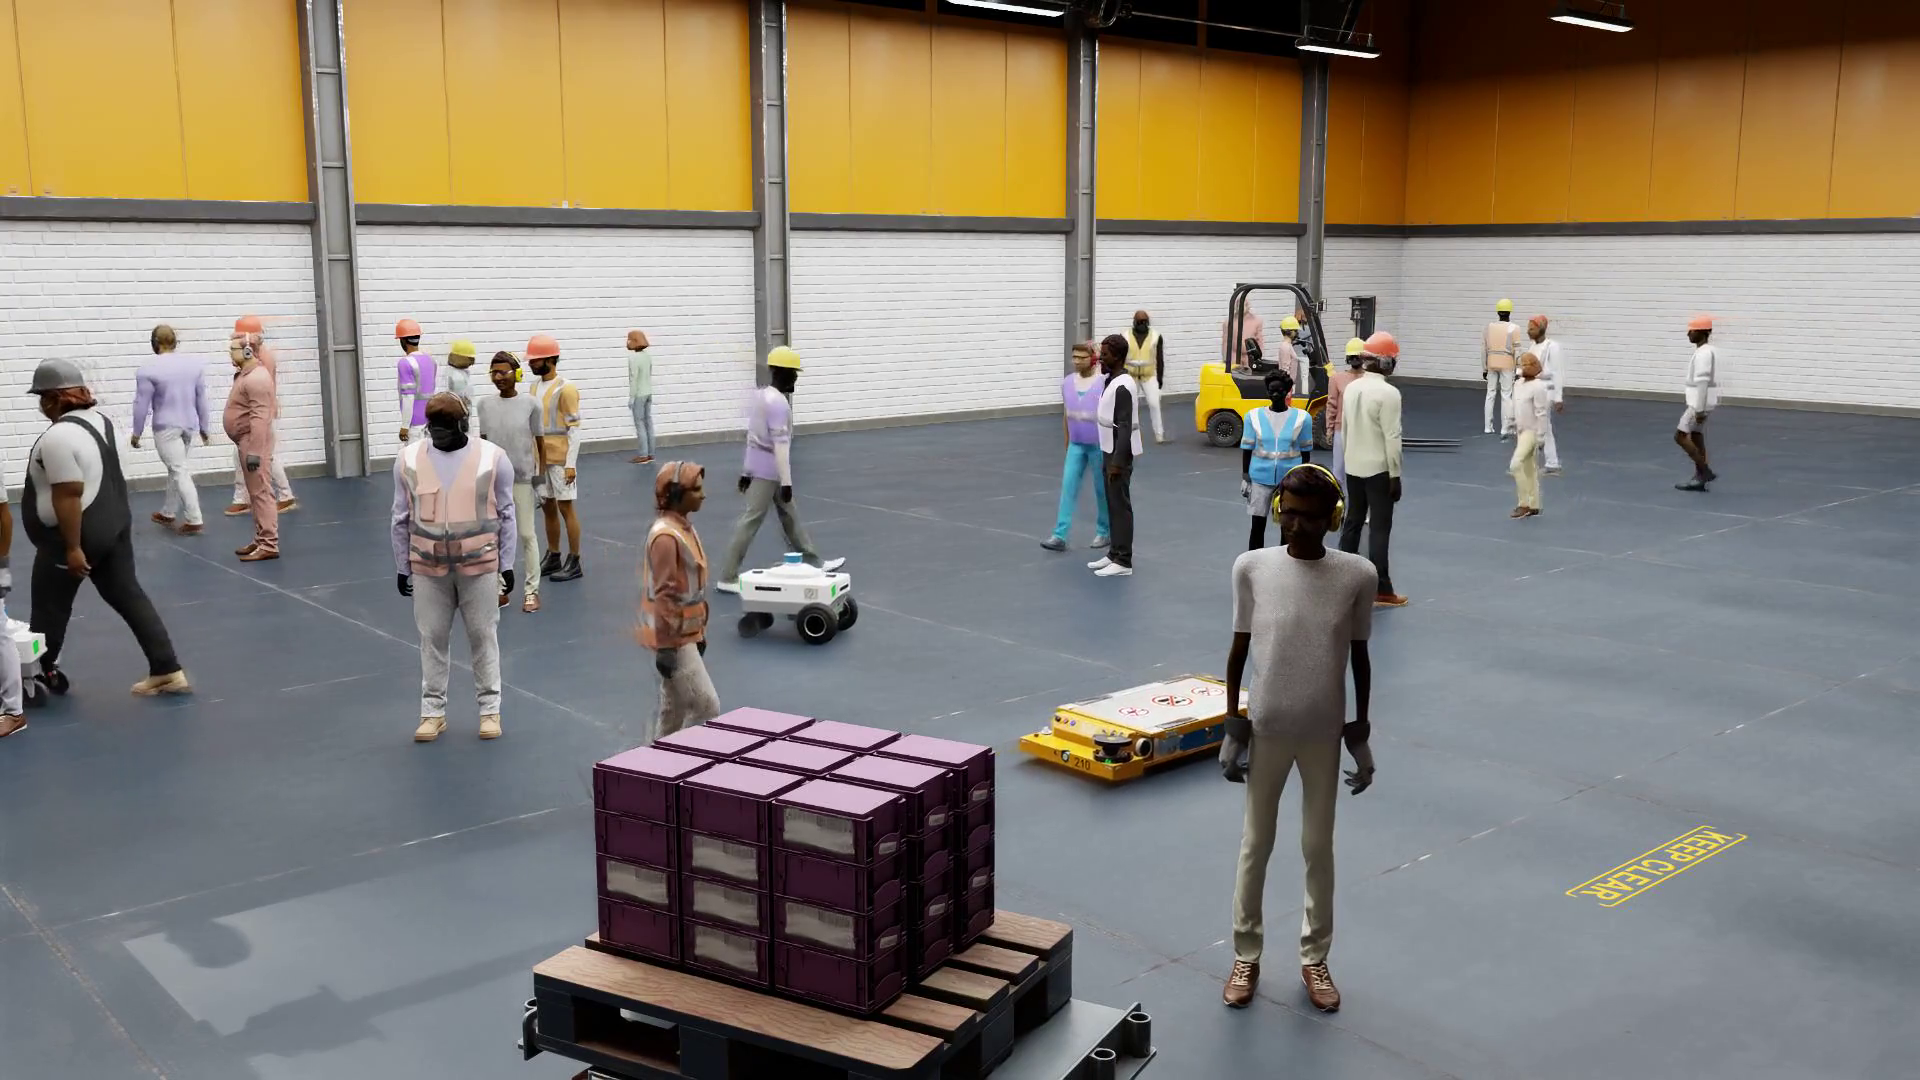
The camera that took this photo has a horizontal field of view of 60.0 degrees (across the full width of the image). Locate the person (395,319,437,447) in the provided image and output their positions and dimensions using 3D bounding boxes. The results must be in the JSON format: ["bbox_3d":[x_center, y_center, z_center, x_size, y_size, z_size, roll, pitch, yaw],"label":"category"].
[{"bbox_3d":[-5.259,-1.162,16.054,0.370,1.933,0.550,2,10,12],"label":"person"}]

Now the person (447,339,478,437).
[{"bbox_3d":[-5.070,-1.163,16.734,0.591,1.709,0.505,-2,10,-11],"label":"person"}]

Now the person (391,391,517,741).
[{"bbox_3d":[-2.644,0.140,8.707,0.633,1.839,0.429,-1,10,-7],"label":"person"}]

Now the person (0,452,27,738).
[{"bbox_3d":[-5.188,0.120,8.732,0.519,1.874,0.331,5,11,25],"label":"person"}]

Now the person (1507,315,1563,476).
[{"bbox_3d":[6.561,-1.634,19.039,0.834,1.849,0.615,-1,10,-9],"label":"person"}]

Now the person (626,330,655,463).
[{"bbox_3d":[-3.920,-1.754,20.396,0.271,1.631,0.506,3,10,17],"label":"person"}]

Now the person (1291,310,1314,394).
[{"bbox_3d":[5.710,-3.057,28.031,0.501,1.631,0.287,3,10,18],"label":"person"}]

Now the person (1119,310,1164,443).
[{"bbox_3d":[2.424,-2.205,22.528,0.651,1.820,0.440,1,10,8],"label":"person"}]

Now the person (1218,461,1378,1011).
[{"bbox_3d":[1.134,0.664,5.596,0.518,1.857,0.327,1,10,8],"label":"person"}]

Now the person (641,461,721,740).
[{"bbox_3d":[-1.240,0.455,7.488,0.425,1.624,0.546,0,10,-1],"label":"person"}]

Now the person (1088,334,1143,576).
[{"bbox_3d":[1.250,-0.674,13.248,0.392,1.917,0.592,-1,10,-4],"label":"person"}]

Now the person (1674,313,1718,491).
[{"bbox_3d":[7.921,-1.470,17.895,0.403,1.918,0.560,5,11,29],"label":"person"}]

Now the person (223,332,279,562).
[{"bbox_3d":[-5.927,-0.782,13.905,0.410,1.912,0.643,-5,11,-27],"label":"person"}]

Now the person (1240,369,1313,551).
[{"bbox_3d":[2.376,-0.441,12.524,0.540,1.695,0.317,2,10,12],"label":"person"}]

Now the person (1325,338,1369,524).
[{"bbox_3d":[3.731,-1.028,15.765,0.533,1.768,0.311,2,10,13],"label":"person"}]

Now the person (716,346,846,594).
[{"bbox_3d":[-1.389,-0.533,12.630,1.082,1.849,0.623,-3,10,-18],"label":"person"}]

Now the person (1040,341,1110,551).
[{"bbox_3d":[1.051,-0.789,14.229,0.599,1.801,0.901,7,12,36],"label":"person"}]

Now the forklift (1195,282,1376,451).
[{"bbox_3d":[4.328,-2.346,22.227,2.313,2.155,1.214,3,10,16],"label":"forklift"}]

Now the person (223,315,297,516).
[{"bbox_3d":[-6.865,-1.212,16.265,0.638,1.962,0.673,7,12,36],"label":"person"}]

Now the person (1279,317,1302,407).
[{"bbox_3d":[4.167,-1.946,21.137,0.311,1.768,0.532,2,10,11],"label":"person"}]

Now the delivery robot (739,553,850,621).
[{"bbox_3d":[-1.105,0.329,11.085,0.707,0.478,0.477,3,10,15],"label":"delivery robot"}]

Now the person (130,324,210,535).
[{"bbox_3d":[-7.271,-1.004,15.185,0.939,1.901,0.648,5,11,27],"label":"person"}]

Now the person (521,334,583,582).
[{"bbox_3d":[-3.197,-0.639,12.991,0.549,1.933,0.373,8,13,41],"label":"person"}]

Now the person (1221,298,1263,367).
[{"bbox_3d":[4.501,-2.930,26.544,0.668,1.888,0.451,1,10,5],"label":"person"}]

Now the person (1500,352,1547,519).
[{"bbox_3d":[5.433,-1.006,16.081,0.533,1.617,0.518,-1,10,-4],"label":"person"}]

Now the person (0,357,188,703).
[{"bbox_3d":[-4.968,-0.087,9.447,1.036,2.000,0.682,1,10,4],"label":"person"}]

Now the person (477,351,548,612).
[{"bbox_3d":[-3.189,-0.409,11.846,0.517,1.868,0.334,1,10,5],"label":"person"}]

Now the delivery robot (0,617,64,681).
[{"bbox_3d":[-5.500,0.610,9.439,0.707,0.478,0.477,-1,10,-3],"label":"delivery robot"}]

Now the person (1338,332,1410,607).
[{"bbox_3d":[3.033,-0.509,12.113,0.414,1.984,0.651,-4,11,-24],"label":"person"}]

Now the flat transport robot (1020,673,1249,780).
[{"bbox_3d":[1.048,0.940,8.608,1.431,0.197,0.652,-8,13,-41],"label":"flat transport robot"}]

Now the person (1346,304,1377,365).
[{"bbox_3d":[6.587,-3.027,27.318,0.505,1.820,0.690,-2,10,-12],"label":"person"}]

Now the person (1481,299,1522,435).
[{"bbox_3d":[7.700,-2.457,23.649,0.590,1.930,0.358,9,13,42],"label":"person"}]
